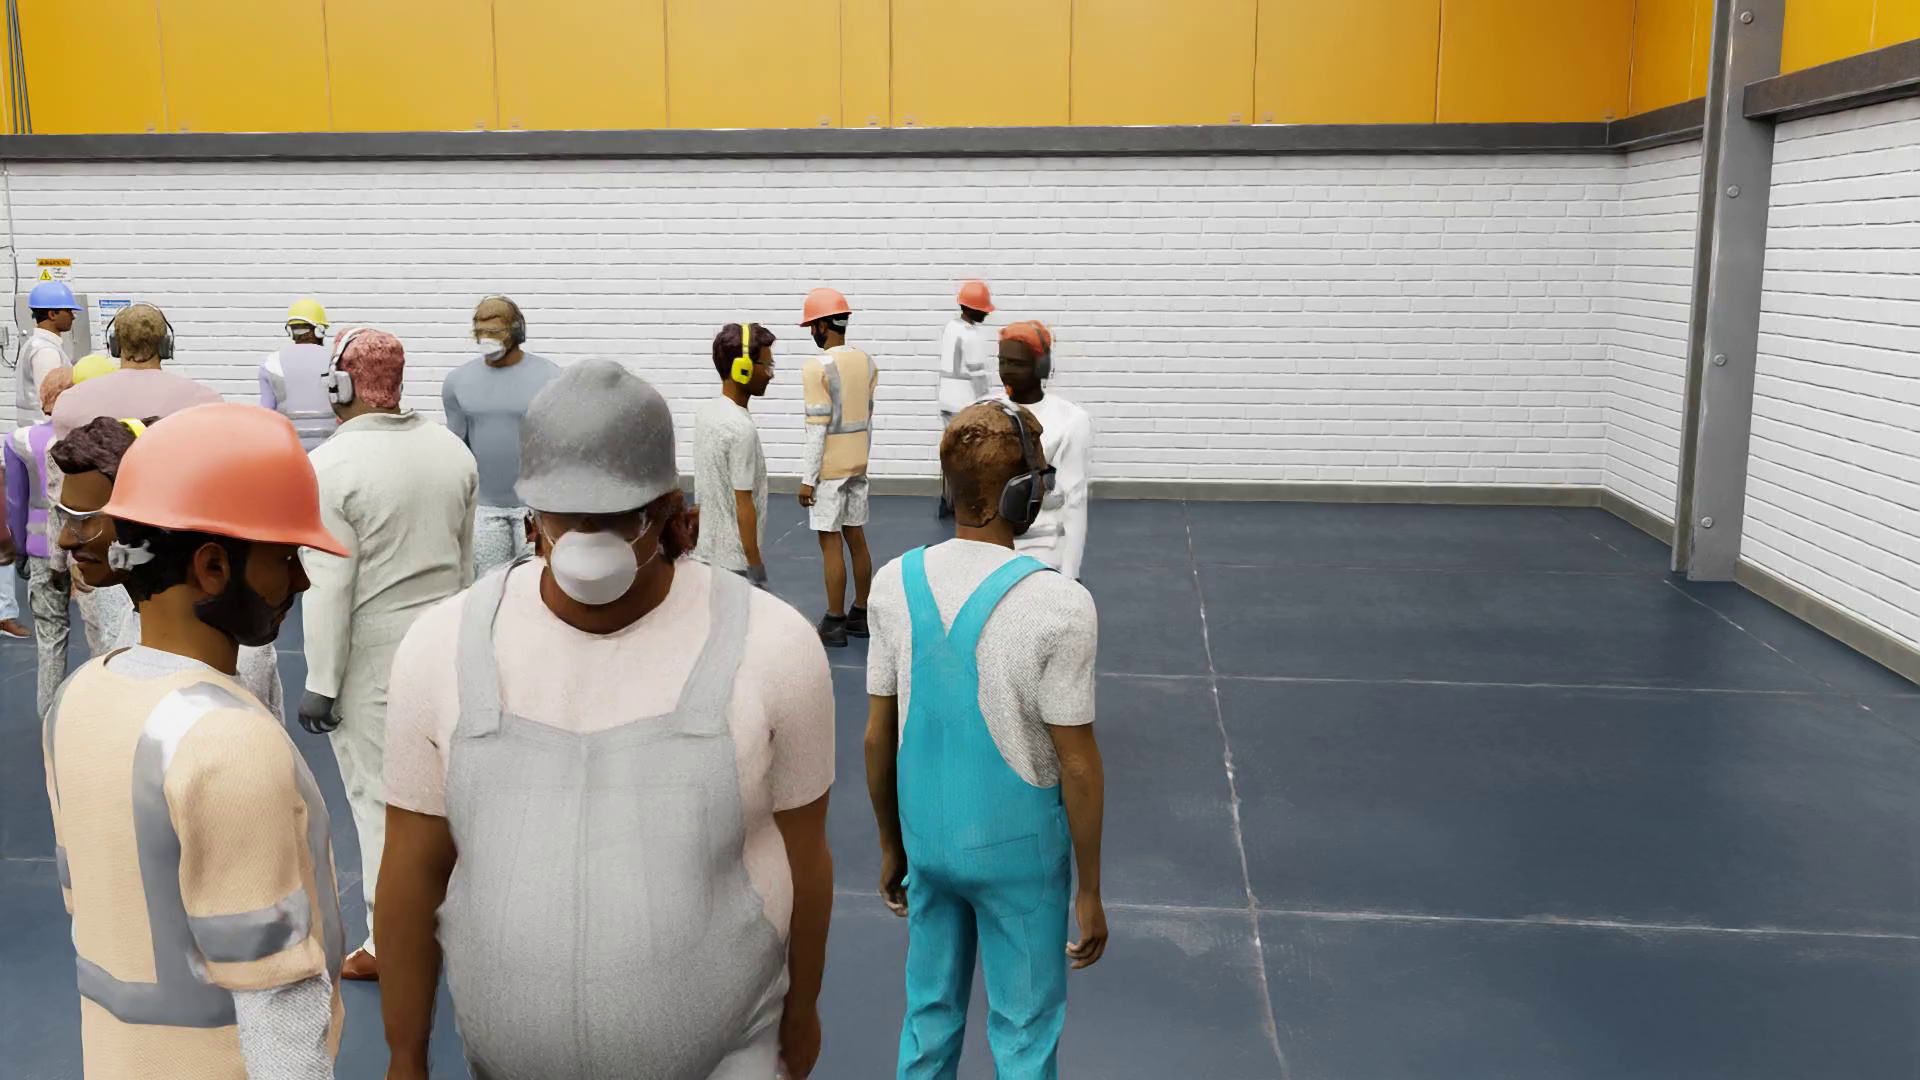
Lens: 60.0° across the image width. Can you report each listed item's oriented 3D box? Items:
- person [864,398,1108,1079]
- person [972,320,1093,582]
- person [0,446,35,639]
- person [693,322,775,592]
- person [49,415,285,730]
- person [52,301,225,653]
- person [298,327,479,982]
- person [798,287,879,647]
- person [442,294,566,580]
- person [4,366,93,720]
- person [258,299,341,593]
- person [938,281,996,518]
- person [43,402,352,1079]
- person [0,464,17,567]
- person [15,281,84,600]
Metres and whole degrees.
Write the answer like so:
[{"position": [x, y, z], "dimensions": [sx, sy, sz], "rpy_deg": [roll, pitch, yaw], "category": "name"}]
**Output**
[{"position": [0.056, 0.641, 3.299], "dimensions": [0.520, 1.844, 0.331], "rpy_deg": [6, 12, 31], "category": "person"}, {"position": [0.307, 0.045, 6.700], "dimensions": [0.581, 1.862, 0.735], "rpy_deg": [8, 12, 37], "category": "person"}, {"position": [-5.321, -0.224, 8.952], "dimensions": [0.611, 1.606, 0.494], "rpy_deg": [6, 11, 30], "category": "person"}, {"position": [-0.851, 0.097, 6.397], "dimensions": [0.332, 1.857, 0.527], "rpy_deg": [-5, 11, -25], "category": "person"}, {"position": [-1.312, 0.711, 2.873], "dimensions": [0.510, 1.861, 0.324], "rpy_deg": [9, 13, 42], "category": "person"}, {"position": [-3.163, 0.038, 6.528], "dimensions": [0.629, 1.933, 0.361], "rpy_deg": [-4, 11, -24], "category": "person"}, {"position": [-1.690, 0.335, 4.877], "dimensions": [0.401, 1.907, 0.648], "rpy_deg": [5, 11, 25], "category": "person"}, {"position": [-0.683, -0.388, 8.952], "dimensions": [0.367, 1.930, 0.542], "rpy_deg": [6, 12, 32], "category": "person"}, {"position": [-2.037, -0.147, 7.583], "dimensions": [0.636, 1.931, 0.377], "rpy_deg": [1, 10, 8], "category": "person"}, {"position": [-3.848, 0.058, 7.252], "dimensions": [0.523, 1.631, 0.324], "rpy_deg": [-4, 11, -20], "category": "person"}, {"position": [-4.015, -0.579, 10.348], "dimensions": [0.598, 1.822, 0.403], "rpy_deg": [-3, 10, -16], "category": "person"}, {"position": [0.027, -1.047, 12.844], "dimensions": [0.375, 1.885, 0.627], "rpy_deg": [-4, 11, -23], "category": "person"}, {"position": [-0.982, 0.778, 2.285], "dimensions": [0.543, 1.928, 0.374], "rpy_deg": [9, 13, 40], "category": "person"}, {"position": [-4.311, -0.028, 6.914], "dimensions": [0.652, 1.919, 0.448], "rpy_deg": [0, 10, 0], "category": "person"}, {"position": [-5.515, -0.603, 10.166], "dimensions": [0.420, 1.940, 0.605], "rpy_deg": [-6, 12, -30], "category": "person"}]
